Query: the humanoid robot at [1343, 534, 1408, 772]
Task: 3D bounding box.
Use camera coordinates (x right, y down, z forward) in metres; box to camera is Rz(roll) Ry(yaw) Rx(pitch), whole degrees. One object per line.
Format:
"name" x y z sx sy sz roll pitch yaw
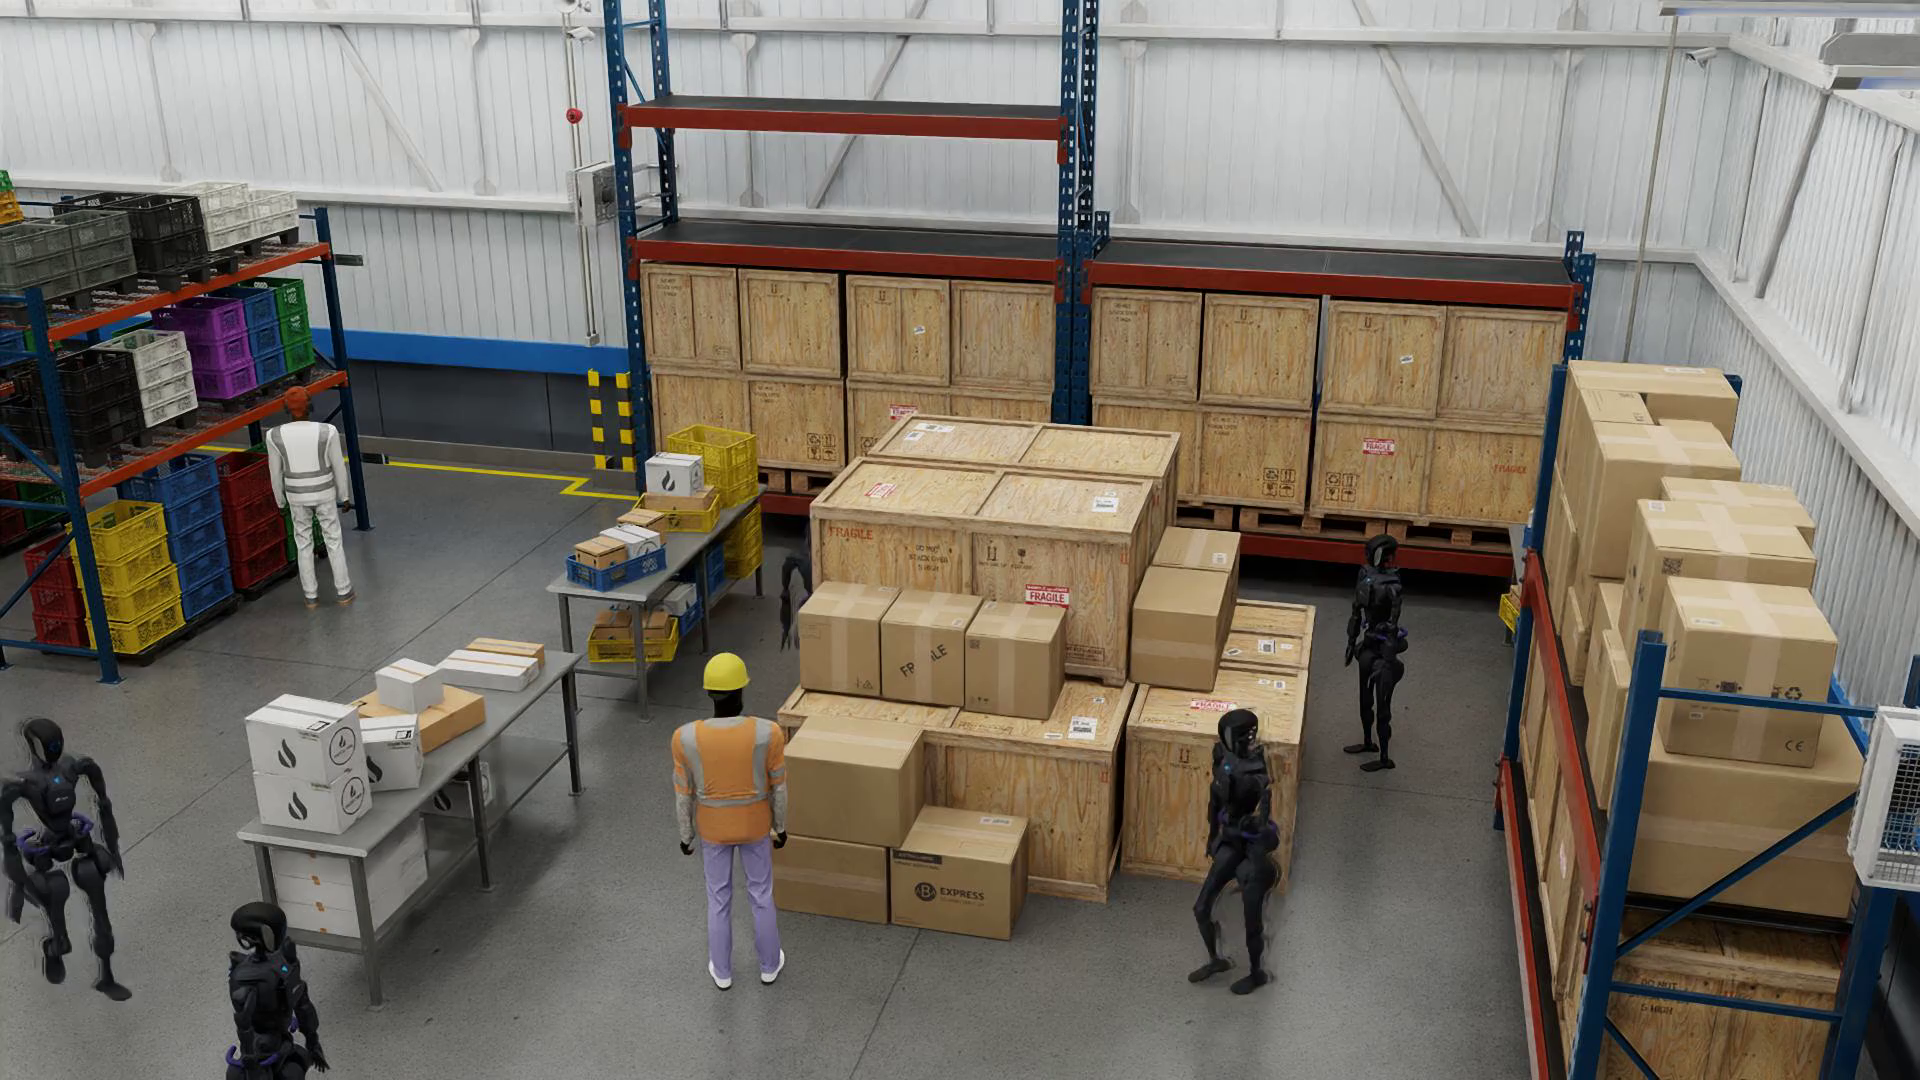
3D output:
"humanoid robot" 2.782 0.744 11.125 0.338 1.652 0.565 -7 22 -17

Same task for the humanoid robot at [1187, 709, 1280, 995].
"humanoid robot" 1.438 1.654 8.754 0.516 1.642 0.621 -11 23 -26

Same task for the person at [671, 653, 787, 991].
"person" -1.201 1.501 8.806 0.585 1.921 0.379 -2 21 -6

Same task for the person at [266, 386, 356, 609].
"person" -5.331 -0.345 13.688 0.583 1.880 0.337 -6 22 -15

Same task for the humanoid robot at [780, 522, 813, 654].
"humanoid robot" -0.962 0.636 11.461 0.621 1.627 0.698 2 21 6

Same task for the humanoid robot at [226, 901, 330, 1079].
"humanoid robot" -2.920 2.275 7.119 0.336 1.651 0.575 1 21 3

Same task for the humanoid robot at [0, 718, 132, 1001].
"humanoid robot" -4.716 1.678 8.692 0.429 1.652 0.606 16 26 36
